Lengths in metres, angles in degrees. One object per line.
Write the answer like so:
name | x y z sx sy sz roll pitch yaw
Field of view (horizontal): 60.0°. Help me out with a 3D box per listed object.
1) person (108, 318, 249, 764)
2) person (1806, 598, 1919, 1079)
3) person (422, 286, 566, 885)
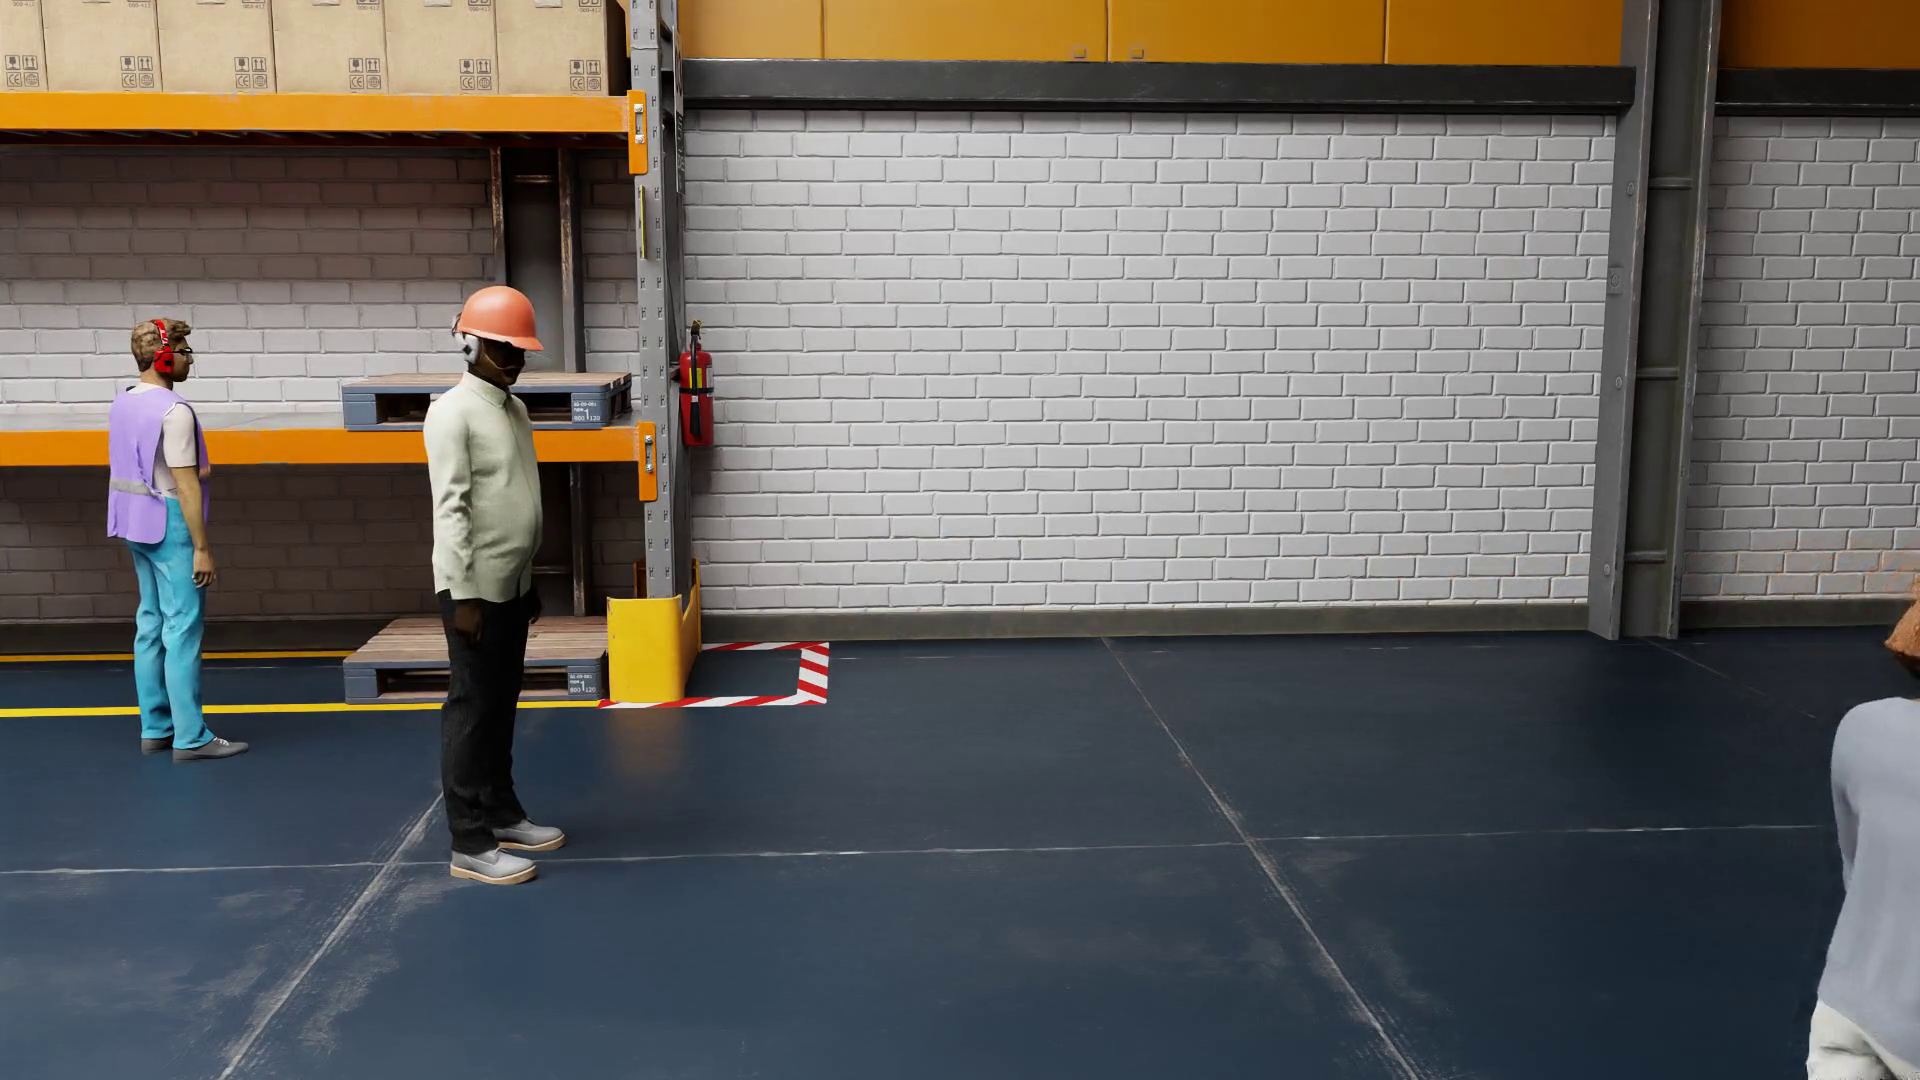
person | -3.300 0.009 6.912 0.569 1.845 0.385 7 11 37
person | 1.642 0.802 2.713 0.872 1.578 0.514 -2 9 -13
person | -1.566 0.144 5.631 0.401 1.984 0.612 1 9 8
